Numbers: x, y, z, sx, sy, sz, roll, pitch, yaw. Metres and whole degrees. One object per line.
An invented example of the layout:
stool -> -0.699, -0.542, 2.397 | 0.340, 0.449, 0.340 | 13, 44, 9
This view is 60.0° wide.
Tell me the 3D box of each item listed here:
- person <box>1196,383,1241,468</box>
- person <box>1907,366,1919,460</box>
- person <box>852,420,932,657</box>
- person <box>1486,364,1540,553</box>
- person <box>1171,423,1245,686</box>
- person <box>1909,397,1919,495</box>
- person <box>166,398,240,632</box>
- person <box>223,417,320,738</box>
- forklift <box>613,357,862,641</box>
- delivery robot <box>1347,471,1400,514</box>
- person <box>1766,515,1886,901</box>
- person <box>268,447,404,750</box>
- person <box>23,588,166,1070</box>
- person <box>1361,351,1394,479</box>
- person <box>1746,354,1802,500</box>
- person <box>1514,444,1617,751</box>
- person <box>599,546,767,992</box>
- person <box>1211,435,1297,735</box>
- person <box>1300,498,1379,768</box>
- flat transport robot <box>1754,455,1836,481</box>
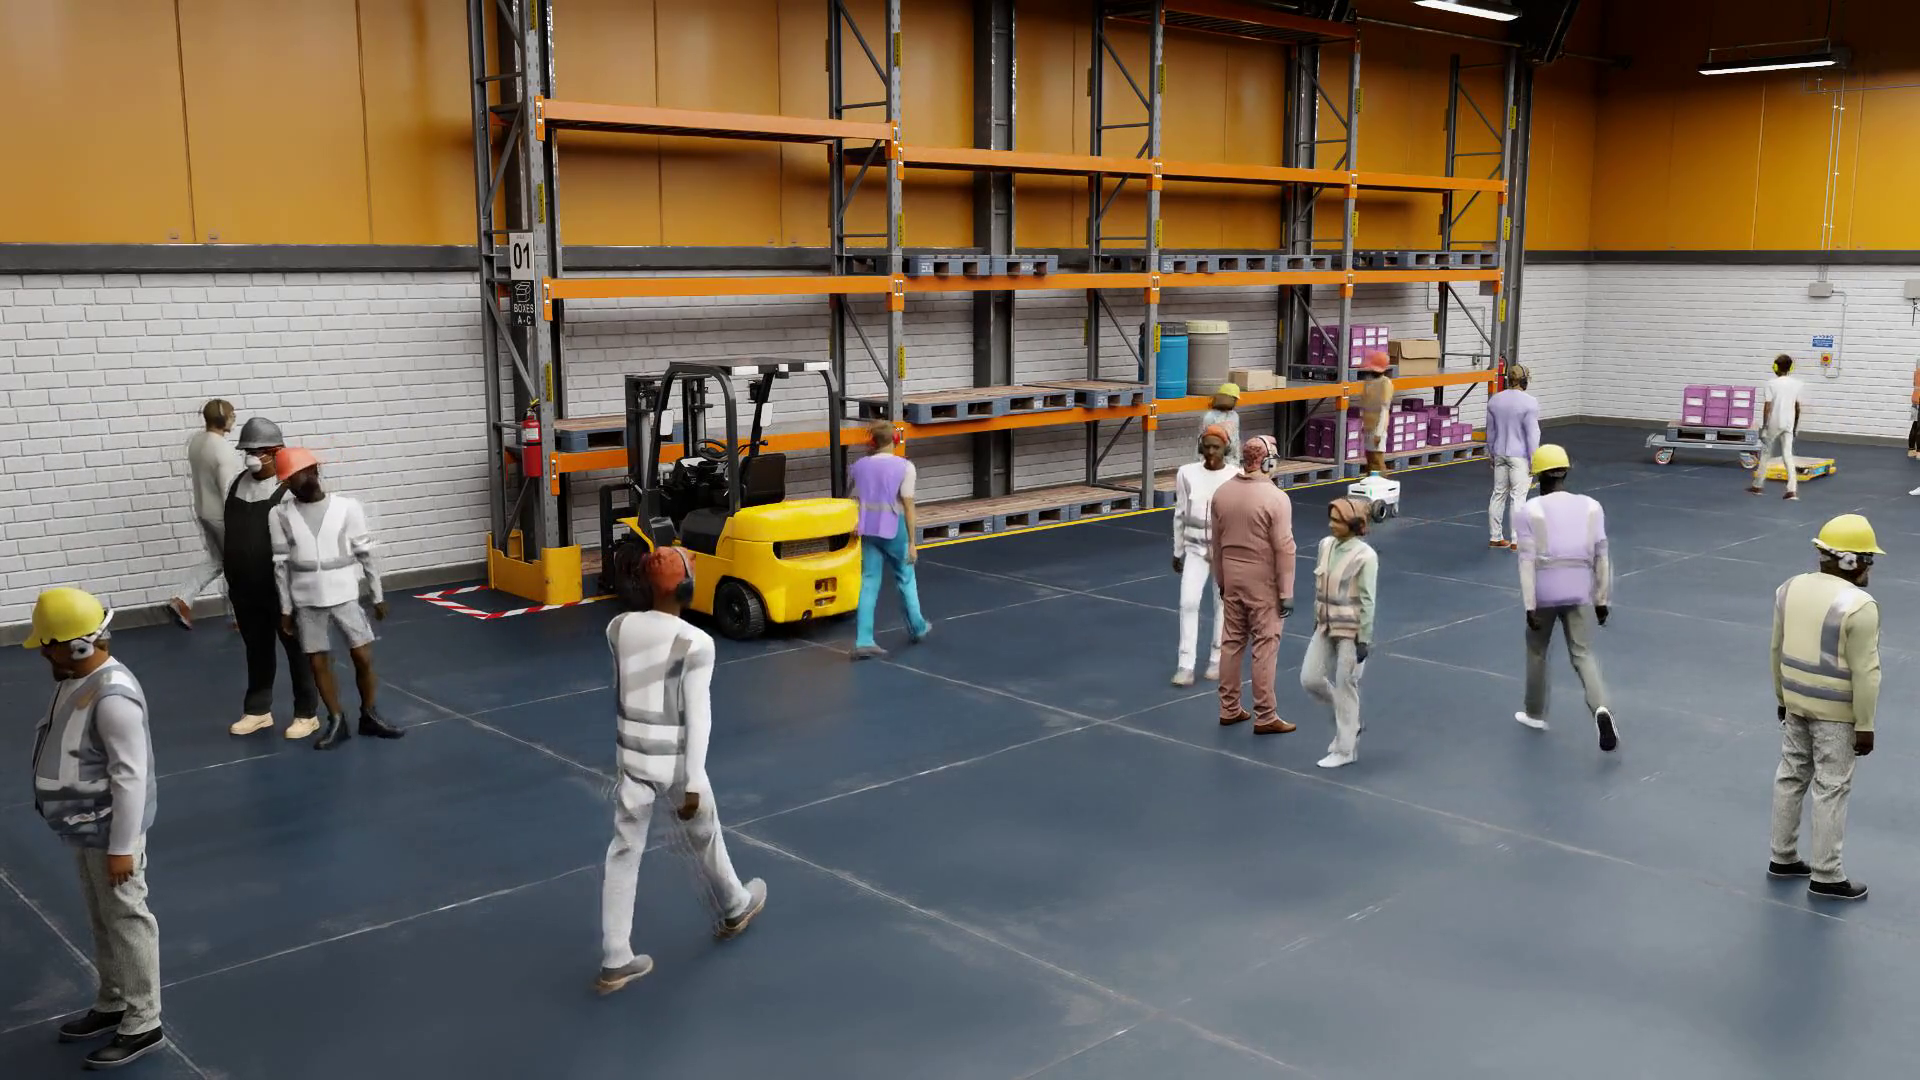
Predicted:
person -> 2.661, -0.804, 17.596 | 0.747, 1.704, 0.304 | -6, 11, -30
person -> 14.393, -2.039, 24.820 | 0.319, 1.697, 0.533 | 1, 10, 7
person -> -0.542, -0.020, 12.737 | 0.602, 1.785, 0.964 | 5, 11, 29
person -> 5.683, -0.838, 17.085 | 0.372, 1.940, 0.627 | -6, 11, -31
person -> 1.747, 0.122, 11.695 | 0.618, 1.851, 0.831 | 4, 11, 23
person -> 12.355, -1.486, 20.941 | 0.370, 1.916, 0.597 | -5, 11, -25
person -> -5.959, -0.176, 13.281 | 0.639, 1.919, 0.680 | 8, 13, 39
person -> -4.359, 0.241, 10.468 | 0.673, 2.000, 0.536 | 3, 10, 15
forklift -> -1.847, -0.414, 13.852 | 1.214, 2.155, 2.313 | -9, 13, -42
delivery robot -> 4.782, -0.559, 19.220 | 0.477, 0.478, 0.707 | 9, 13, 42
person -> 4.128, 0.784, 7.908 | 0.404, 1.827, 0.600 | -2, 10, -14
person -> -3.862, 0.357, 10.275 | 0.710, 1.887, 0.378 | -3, 10, -16
person -> -3.249, 1.068, 6.268 | 0.404, 1.821, 0.587 | -8, 13, -40
person -> 5.089, -1.396, 20.544 | 0.371, 1.887, 0.684 | -2, 10, -14
person -> 10.294, -1.426, 20.891 | 0.536, 1.821, 0.957 | 0, 10, 2
person -> 3.780, 0.353, 10.348 | 0.613, 1.871, 0.942 | -1, 10, -5
person -> -1.223, 0.923, 7.120 | 0.579, 1.818, 1.019 | 5, 11, 27
person -> 1.897, 0.283, 10.617 | 0.407, 1.908, 0.641 | -8, 12, -38
person -> 2.249, 0.552, 9.839 | 0.360, 1.623, 0.547 | -5, 11, -25
flat transport robot -> 11.508, -0.997, 22.889 | 0.652, 0.197, 1.431 | 9, 13, 42
